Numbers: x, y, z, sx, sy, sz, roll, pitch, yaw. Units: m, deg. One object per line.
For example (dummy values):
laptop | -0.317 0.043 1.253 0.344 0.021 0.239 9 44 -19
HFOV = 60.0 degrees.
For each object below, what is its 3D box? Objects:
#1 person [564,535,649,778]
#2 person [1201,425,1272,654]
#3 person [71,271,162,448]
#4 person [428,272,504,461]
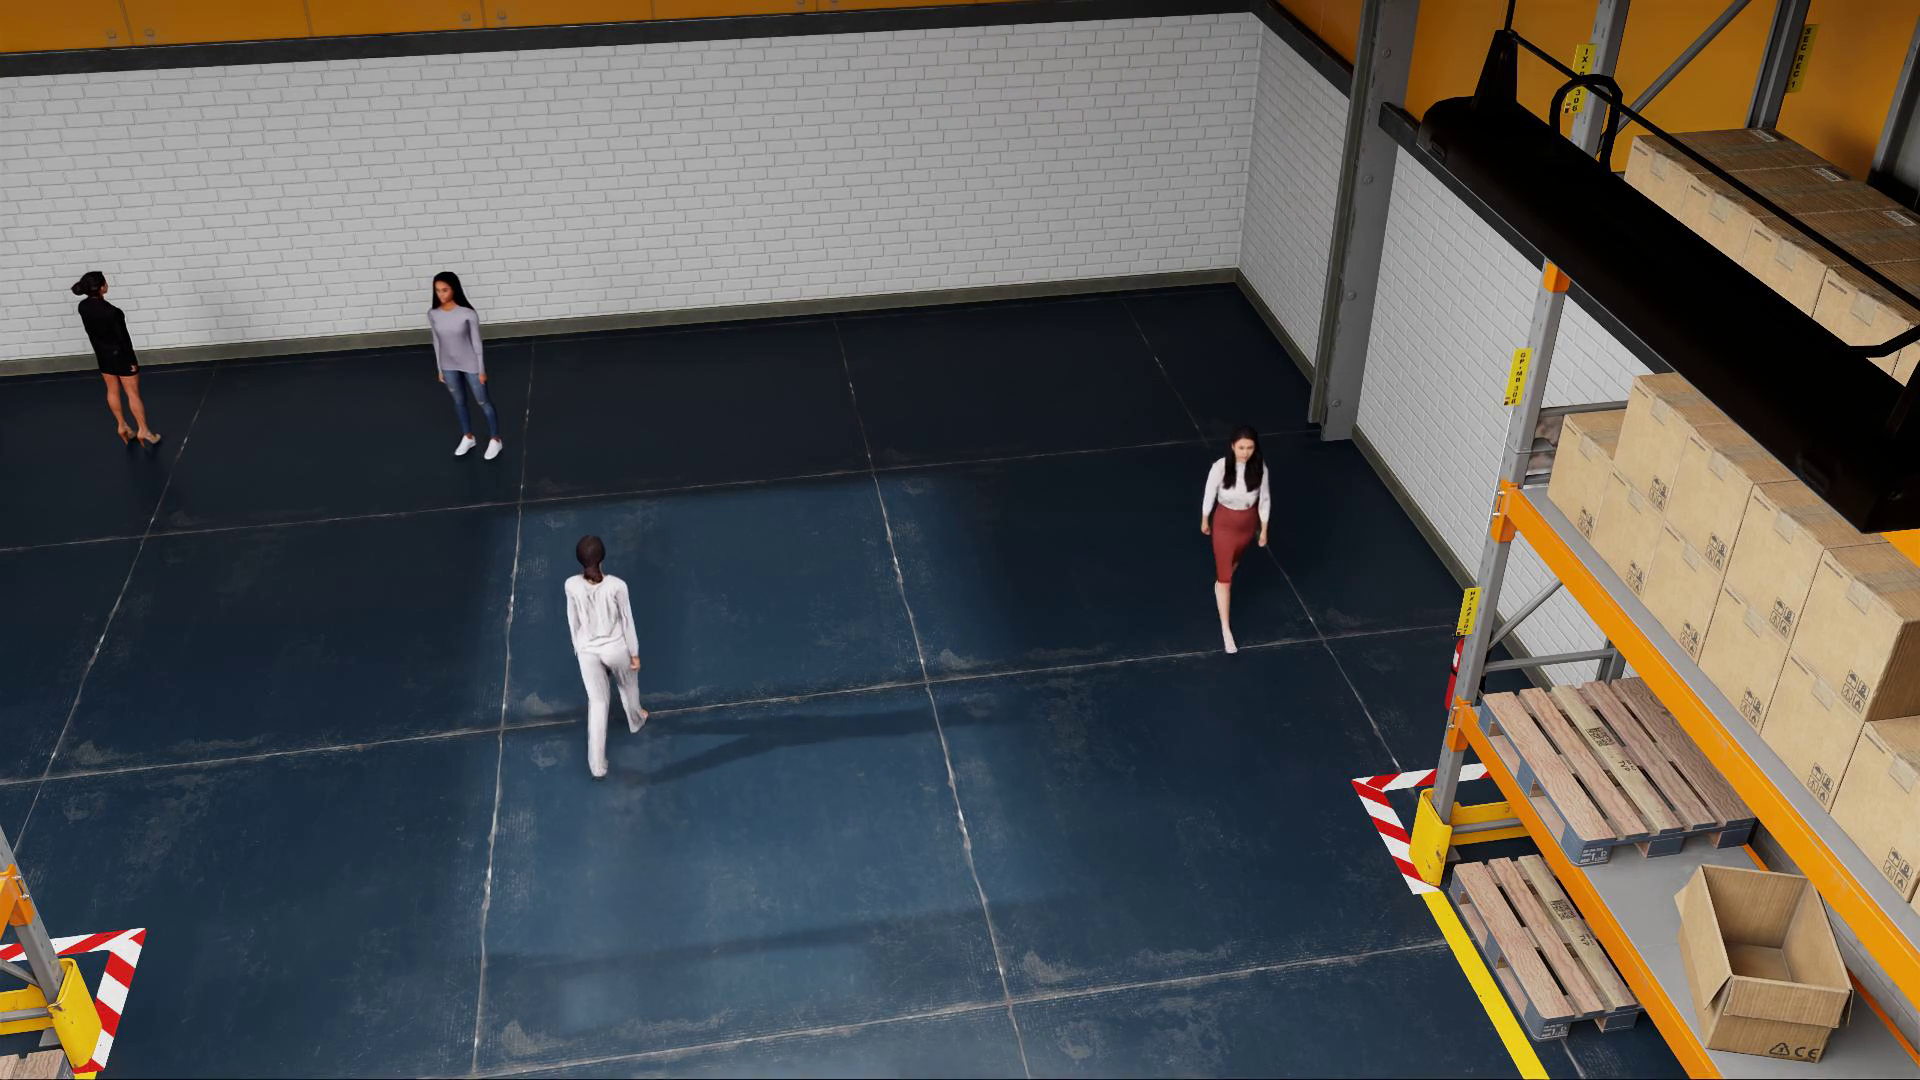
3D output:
person | -2.337 0.774 10.821 0.773 1.737 1.073 2 34 3
person | 1.996 -0.100 12.175 0.703 1.694 1.144 -2 34 -2
person | -7.326 -1.566 14.432 0.662 1.637 0.714 9 35 13
person | -4.256 -1.504 14.254 0.670 1.730 0.658 6 34 10
